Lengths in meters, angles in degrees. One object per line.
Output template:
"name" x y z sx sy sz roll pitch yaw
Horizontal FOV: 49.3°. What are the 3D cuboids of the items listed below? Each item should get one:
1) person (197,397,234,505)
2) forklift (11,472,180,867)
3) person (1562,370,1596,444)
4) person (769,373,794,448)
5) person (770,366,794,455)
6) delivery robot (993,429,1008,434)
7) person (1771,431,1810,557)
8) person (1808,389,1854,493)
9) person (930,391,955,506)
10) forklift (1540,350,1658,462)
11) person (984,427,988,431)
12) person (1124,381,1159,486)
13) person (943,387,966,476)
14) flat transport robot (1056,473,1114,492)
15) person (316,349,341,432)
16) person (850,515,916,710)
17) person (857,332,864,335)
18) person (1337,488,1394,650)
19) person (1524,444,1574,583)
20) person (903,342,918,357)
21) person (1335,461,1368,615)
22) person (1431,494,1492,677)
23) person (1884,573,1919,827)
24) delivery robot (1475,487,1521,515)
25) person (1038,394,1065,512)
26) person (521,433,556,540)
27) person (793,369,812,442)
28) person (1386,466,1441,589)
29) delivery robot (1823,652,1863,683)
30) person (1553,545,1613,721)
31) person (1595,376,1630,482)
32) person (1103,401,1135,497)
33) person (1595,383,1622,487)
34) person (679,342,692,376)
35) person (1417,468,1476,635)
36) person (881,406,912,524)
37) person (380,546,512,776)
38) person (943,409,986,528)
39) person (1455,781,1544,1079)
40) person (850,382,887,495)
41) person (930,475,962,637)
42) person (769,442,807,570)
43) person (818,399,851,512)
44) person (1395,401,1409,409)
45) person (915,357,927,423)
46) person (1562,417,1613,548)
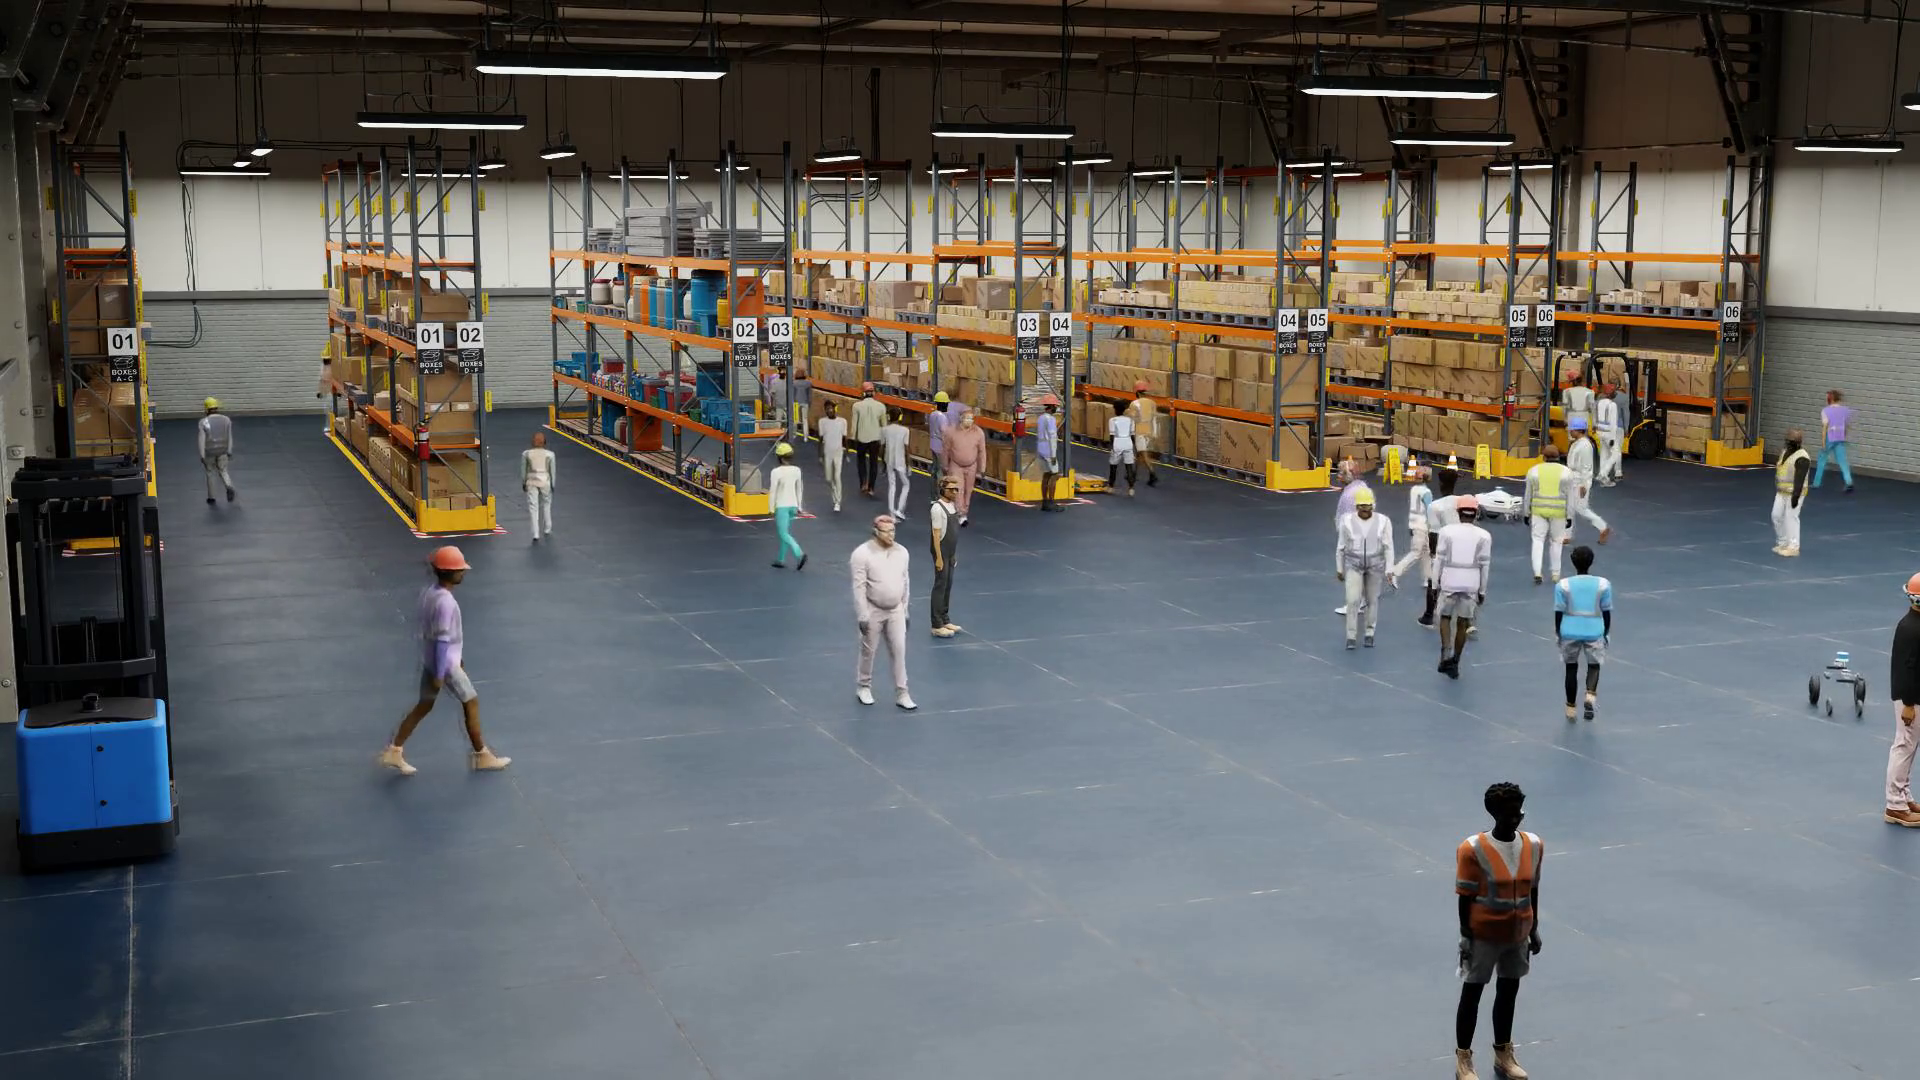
"person" -12.519 -1.498 35.222 0.607 1.819 0.590 -8 12 -42
"forklift" -6.630 0.886 15.957 1.129 2.768 1.873 -3 9 -21
"person" 11.711 -2.227 39.660 0.626 1.973 0.981 1 9 8
"person" -3.723 -2.872 44.080 0.572 1.905 0.552 -8 12 -42
"person" -3.635 -2.703 43.112 0.549 1.871 0.345 -3 9 -19
"delivery robot" 0.943 -2.548 46.258 0.477 0.478 0.707 -2 9 -16
"person" 11.787 -0.659 29.693 0.436 1.807 0.674 -1 9 -6
"person" 15.468 -1.759 37.018 0.580 1.811 0.926 -3 9 -19
"person" -0.319 -1.522 35.032 0.363 1.927 0.587 -4 9 -23
"forklift" 12.897 -2.725 42.309 2.313 2.155 1.214 -3 9 -21
"person" 0.792 -3.404 47.820 0.581 1.860 0.798 -3 9 -19
"person" 3.319 -1.943 38.005 0.556 1.888 1.036 -5 10 -31
"person" -0.210 -1.715 36.452 0.651 1.882 1.003 -6 10 -35
"flat transport robot" 2.167 -1.034 37.419 0.652 0.197 1.431 -3 9 -20
"person" -14.417 -3.395 47.632 0.651 1.884 0.699 6 11 36
"person" -0.745 0.690 20.461 0.656 1.904 0.585 -5 10 -28
"person" -2.692 -4.506 55.013 0.655 1.898 0.601 -6 10 -35
"person" 4.477 0.326 23.145 0.615 1.795 0.824 2 9 10
"person" 7.753 -0.348 27.566 0.631 1.849 0.540 3 9 21
"person" -1.190 -3.879 50.877 0.628 1.887 1.026 7 11 38
"person" 4.711 -0.024 25.184 0.427 1.882 0.673 4 9 24
"person" 5.207 0.477 21.787 0.597 1.899 0.508 2 9 10
"person" 7.515 1.229 16.464 0.389 1.992 0.625 5 10 33
"delivery robot" 8.558 -0.605 33.302 0.477 0.478 0.707 -8 12 -43
"person" 1.475 -1.432 34.443 0.388 1.929 0.576 -3 9 -21
"person" -6.319 -0.815 31.424 0.513 1.594 0.865 -2 9 -11
"person" -3.478 -2.941 45.700 0.511 1.563 0.914 -2 9 -15
"person" 5.876 -0.156 26.992 0.734 1.611 0.515 -1 9 -5
"delivery robot" 8.570 1.207 20.339 0.335 0.223 0.698 3 9 15
"person" 5.860 0.891 19.731 0.547 1.685 0.448 2 9 13
"person" 12.003 -2.048 38.518 0.627 1.935 0.371 6 10 35
"person" 2.816 -1.588 36.420 0.546 1.648 0.749 -4 9 -25
"person" 11.659 -1.884 37.631 0.402 1.869 0.588 -2 9 -14
"person" -7.074 -4.292 53.860 0.462 1.813 0.614 1 9 6
"person" 5.651 0.123 24.110 0.606 1.922 1.006 -2 9 -13
"person" -0.986 -1.189 33.051 0.562 1.854 0.453 3 9 20
"person" -4.450 1.030 17.848 1.085 1.990 0.606 -4 9 -26
"person" 0.080 -1.124 32.646 0.658 1.839 1.040 -2 9 -11
"person" 2.931 2.136 11.402 0.536 1.696 0.322 -3 9 -18
"person" -1.596 -1.782 36.643 0.668 1.953 0.666 -2 9 -12
"person" -0.168 0.174 23.999 0.329 1.842 0.515 3 9 19
"person" -2.341 -0.459 28.551 0.737 1.739 0.531 8 11 42
"person" -2.068 -1.424 34.666 0.566 1.845 0.677 1 9 7
"person" 10.204 -3.426 48.374 0.483 1.737 0.320 8 12 42
"person" -0.961 -3.478 49.066 0.547 1.620 0.524 -2 9 -11
"person" 9.079 -0.839 30.493 0.770 1.925 0.614 -1 9 -3
